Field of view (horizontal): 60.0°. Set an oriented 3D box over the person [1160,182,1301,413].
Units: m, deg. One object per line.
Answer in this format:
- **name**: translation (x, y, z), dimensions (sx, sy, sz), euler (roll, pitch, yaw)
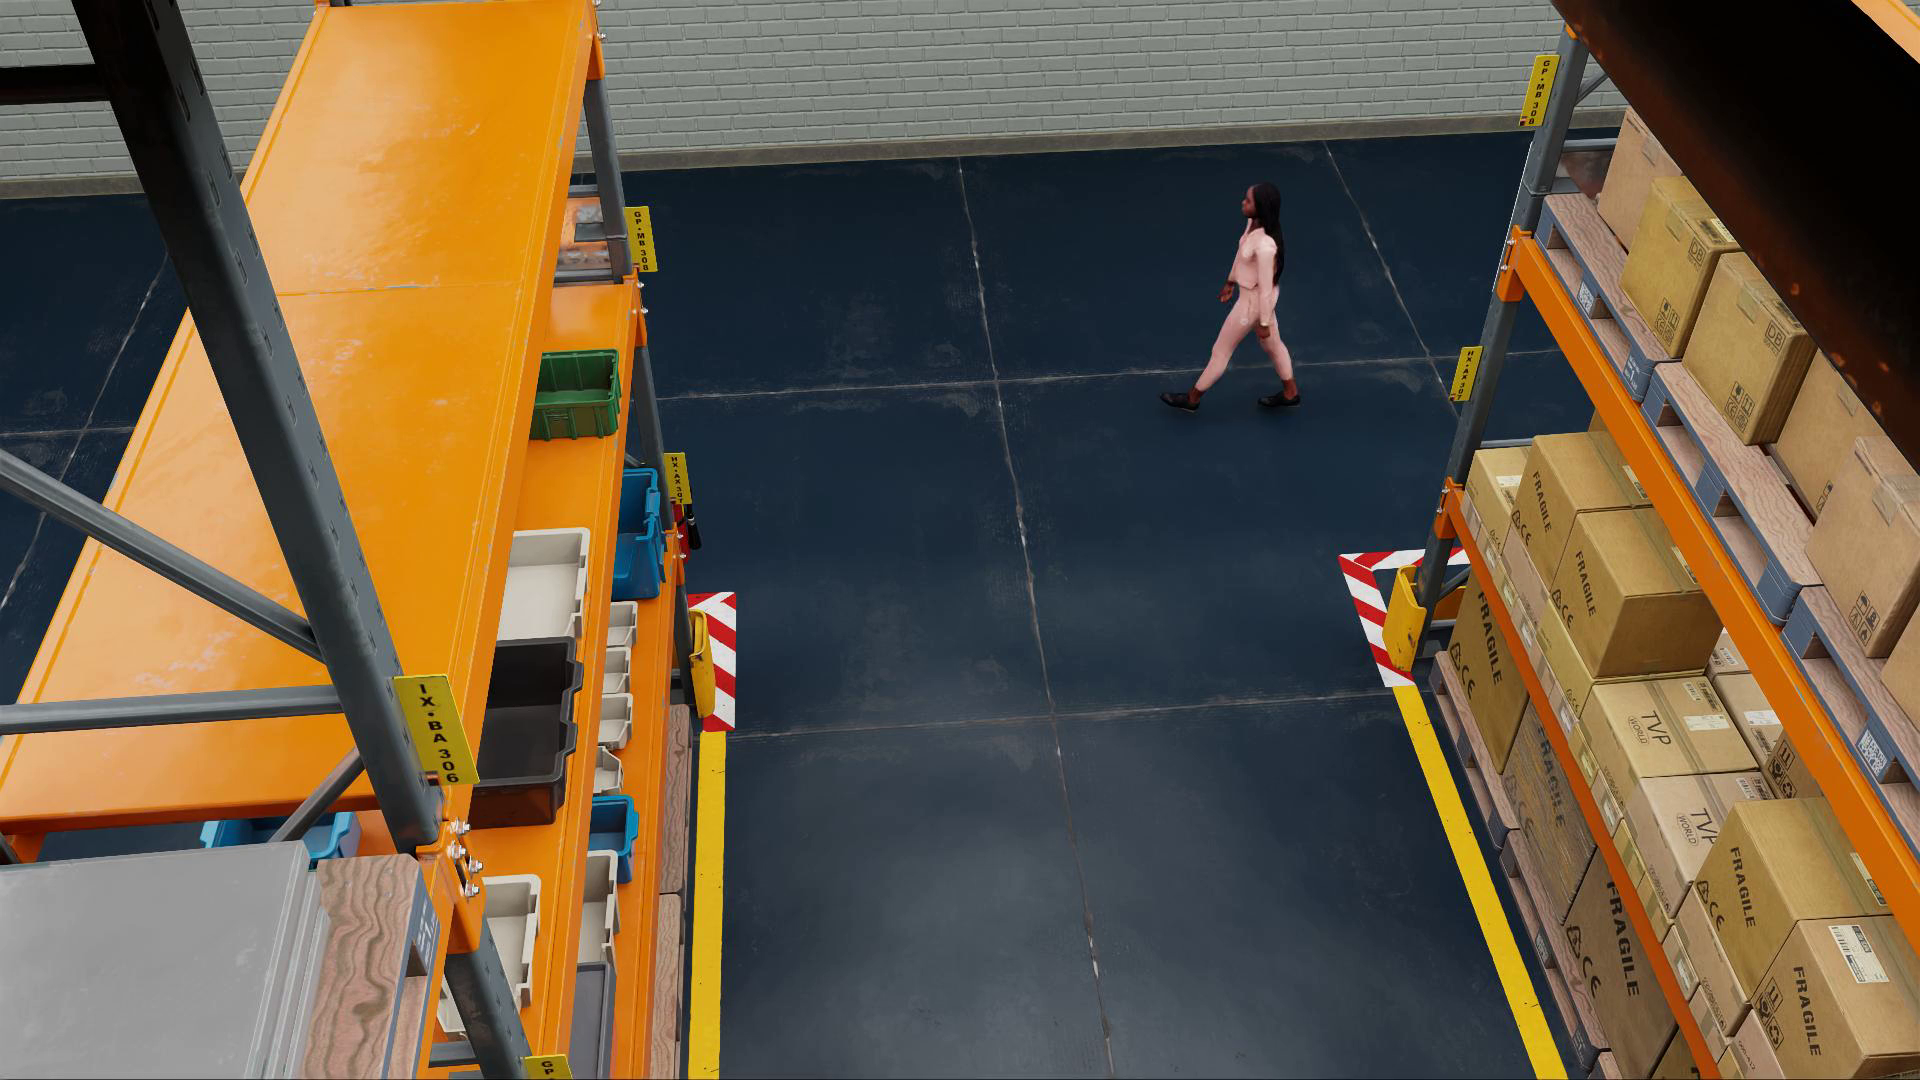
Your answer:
- **person**: translation (1.936, -1.462, 10.444), dimensions (0.825, 1.670, 1.134), euler (3, 43, 3)
